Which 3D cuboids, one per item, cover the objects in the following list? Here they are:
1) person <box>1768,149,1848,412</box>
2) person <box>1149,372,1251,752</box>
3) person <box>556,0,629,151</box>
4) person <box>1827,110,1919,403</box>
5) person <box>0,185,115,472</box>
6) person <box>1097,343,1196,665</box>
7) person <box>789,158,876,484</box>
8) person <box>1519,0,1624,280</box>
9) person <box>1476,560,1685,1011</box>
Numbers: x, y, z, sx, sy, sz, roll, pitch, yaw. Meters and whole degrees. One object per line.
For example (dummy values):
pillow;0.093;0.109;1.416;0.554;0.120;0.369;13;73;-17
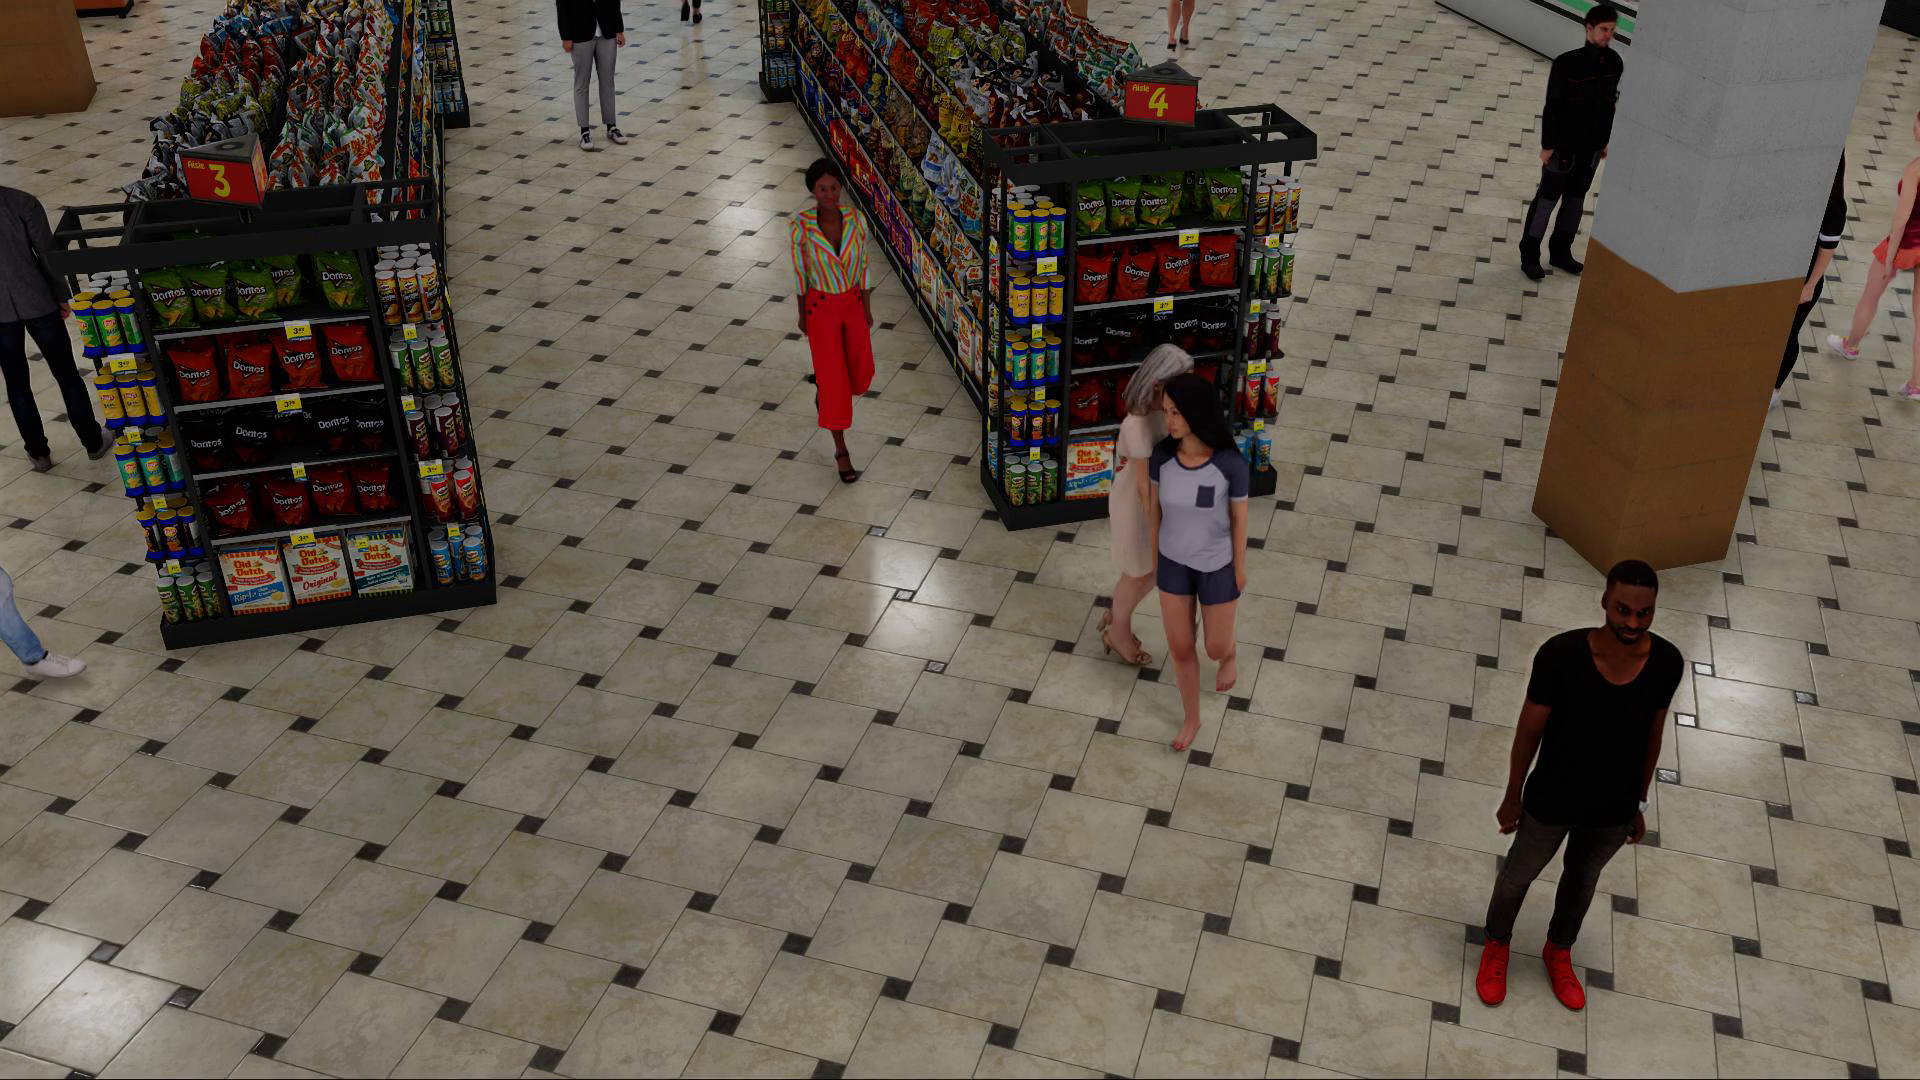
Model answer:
person;4.800;-1.533;9.597;0.674;1.639;0.534;-11;33;-17
person;1.022;0.065;6.991;0.873;1.679;0.936;13;34;21
person;-3.027;-4.205;13.599;0.763;1.948;0.690;-17;36;-25
person;5.614;-1.628;9.701;0.792;1.690;1.224;-1;32;-1
person;-5.067;-1.266;8.947;0.723;1.872;0.630;-13;34;-20
person;0.708;-0.111;7.247;0.829;1.708;0.746;7;33;10
person;-0.689;-1.201;8.932;0.660;1.778;0.981;-12;34;-19
person;4.155;-2.694;11.272;0.733;1.841;0.580;-11;33;-17
person;2.100;0.837;5.631;0.707;1.804;0.644;2;32;3
